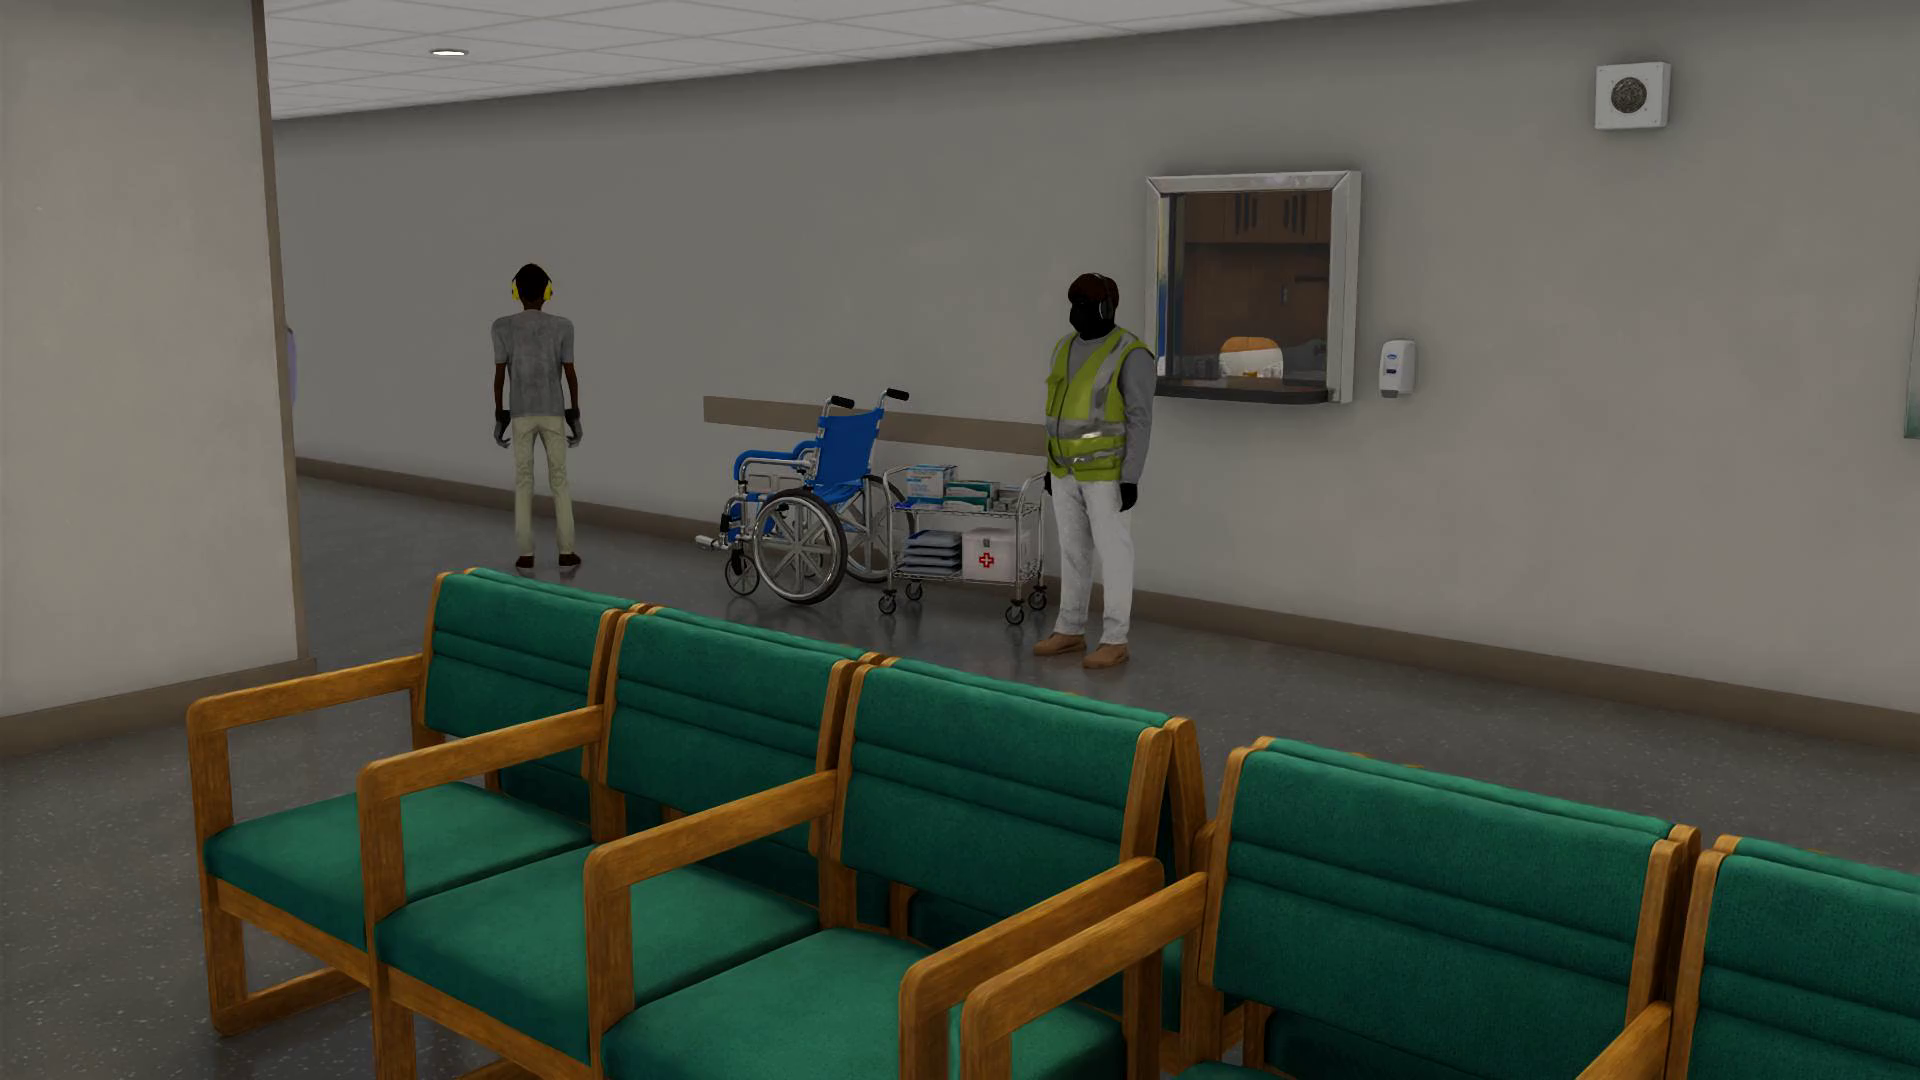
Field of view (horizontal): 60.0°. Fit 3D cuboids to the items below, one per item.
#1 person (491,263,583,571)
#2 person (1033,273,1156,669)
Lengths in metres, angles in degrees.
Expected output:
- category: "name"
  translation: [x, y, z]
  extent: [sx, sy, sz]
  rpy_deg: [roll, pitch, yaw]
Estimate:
- category: "person"
  translation: [-2.571, -0.739, 10.127]
  extent: [0.533, 1.864, 0.310]
  rpy_deg: [-2, 10, -11]
- category: "person"
  translation: [0.613, -0.323, 7.822]
  extent: [0.429, 1.845, 0.621]
  rpy_deg: [-8, 13, -39]
